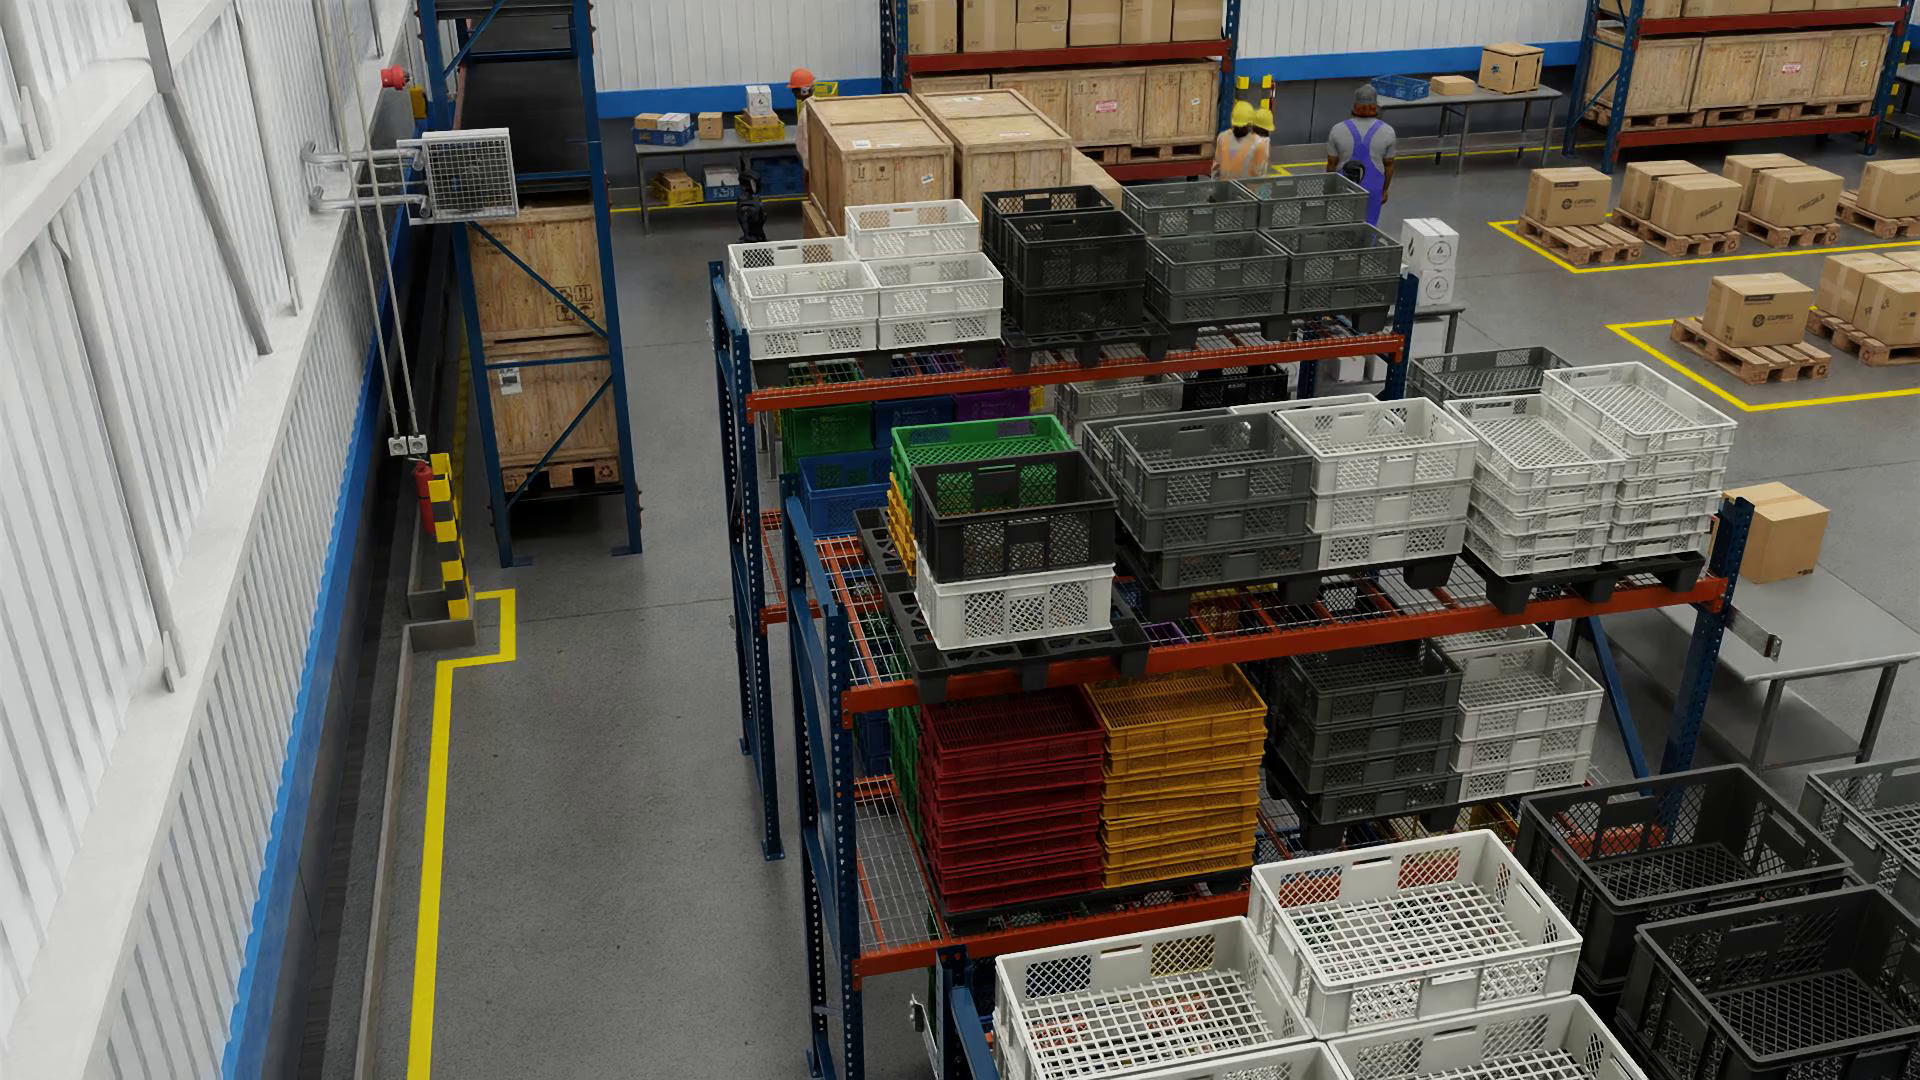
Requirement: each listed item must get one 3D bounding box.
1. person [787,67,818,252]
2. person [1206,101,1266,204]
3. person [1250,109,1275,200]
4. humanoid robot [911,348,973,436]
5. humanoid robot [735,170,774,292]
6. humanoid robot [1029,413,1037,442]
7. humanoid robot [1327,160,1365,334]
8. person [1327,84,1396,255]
[{"bbox_3d":[-1.624,-4.111,18.016,0.417,1.983,0.604,1,28,1],"label":"person"},{"bbox_3d":[2.837,-3.580,17.099,0.769,1.893,0.610,-24,36,-38],"label":"person"},{"bbox_3d":[3.079,-3.657,17.400,0.550,1.739,0.406,-25,37,-38],"label":"person"},{"bbox_3d":[-0.102,-0.953,12.336,0.570,1.651,0.361,-22,35,-36],"label":"humanoid robot"},{"bbox_3d":[-1.908,-2.618,15.488,0.327,1.657,0.589,3,28,6],"label":"humanoid robot"},{"bbox_3d":[0.357,-0.050,10.629,0.372,1.649,0.562,-18,33,-30],"label":"humanoid robot"},{"bbox_3d":[3.627,-2.788,15.824,0.332,1.651,0.577,1,28,2],"label":"humanoid robot"},{"bbox_3d":[4.087,-3.661,17.095,0.678,2.000,0.537,6,28,11],"label":"person"}]
